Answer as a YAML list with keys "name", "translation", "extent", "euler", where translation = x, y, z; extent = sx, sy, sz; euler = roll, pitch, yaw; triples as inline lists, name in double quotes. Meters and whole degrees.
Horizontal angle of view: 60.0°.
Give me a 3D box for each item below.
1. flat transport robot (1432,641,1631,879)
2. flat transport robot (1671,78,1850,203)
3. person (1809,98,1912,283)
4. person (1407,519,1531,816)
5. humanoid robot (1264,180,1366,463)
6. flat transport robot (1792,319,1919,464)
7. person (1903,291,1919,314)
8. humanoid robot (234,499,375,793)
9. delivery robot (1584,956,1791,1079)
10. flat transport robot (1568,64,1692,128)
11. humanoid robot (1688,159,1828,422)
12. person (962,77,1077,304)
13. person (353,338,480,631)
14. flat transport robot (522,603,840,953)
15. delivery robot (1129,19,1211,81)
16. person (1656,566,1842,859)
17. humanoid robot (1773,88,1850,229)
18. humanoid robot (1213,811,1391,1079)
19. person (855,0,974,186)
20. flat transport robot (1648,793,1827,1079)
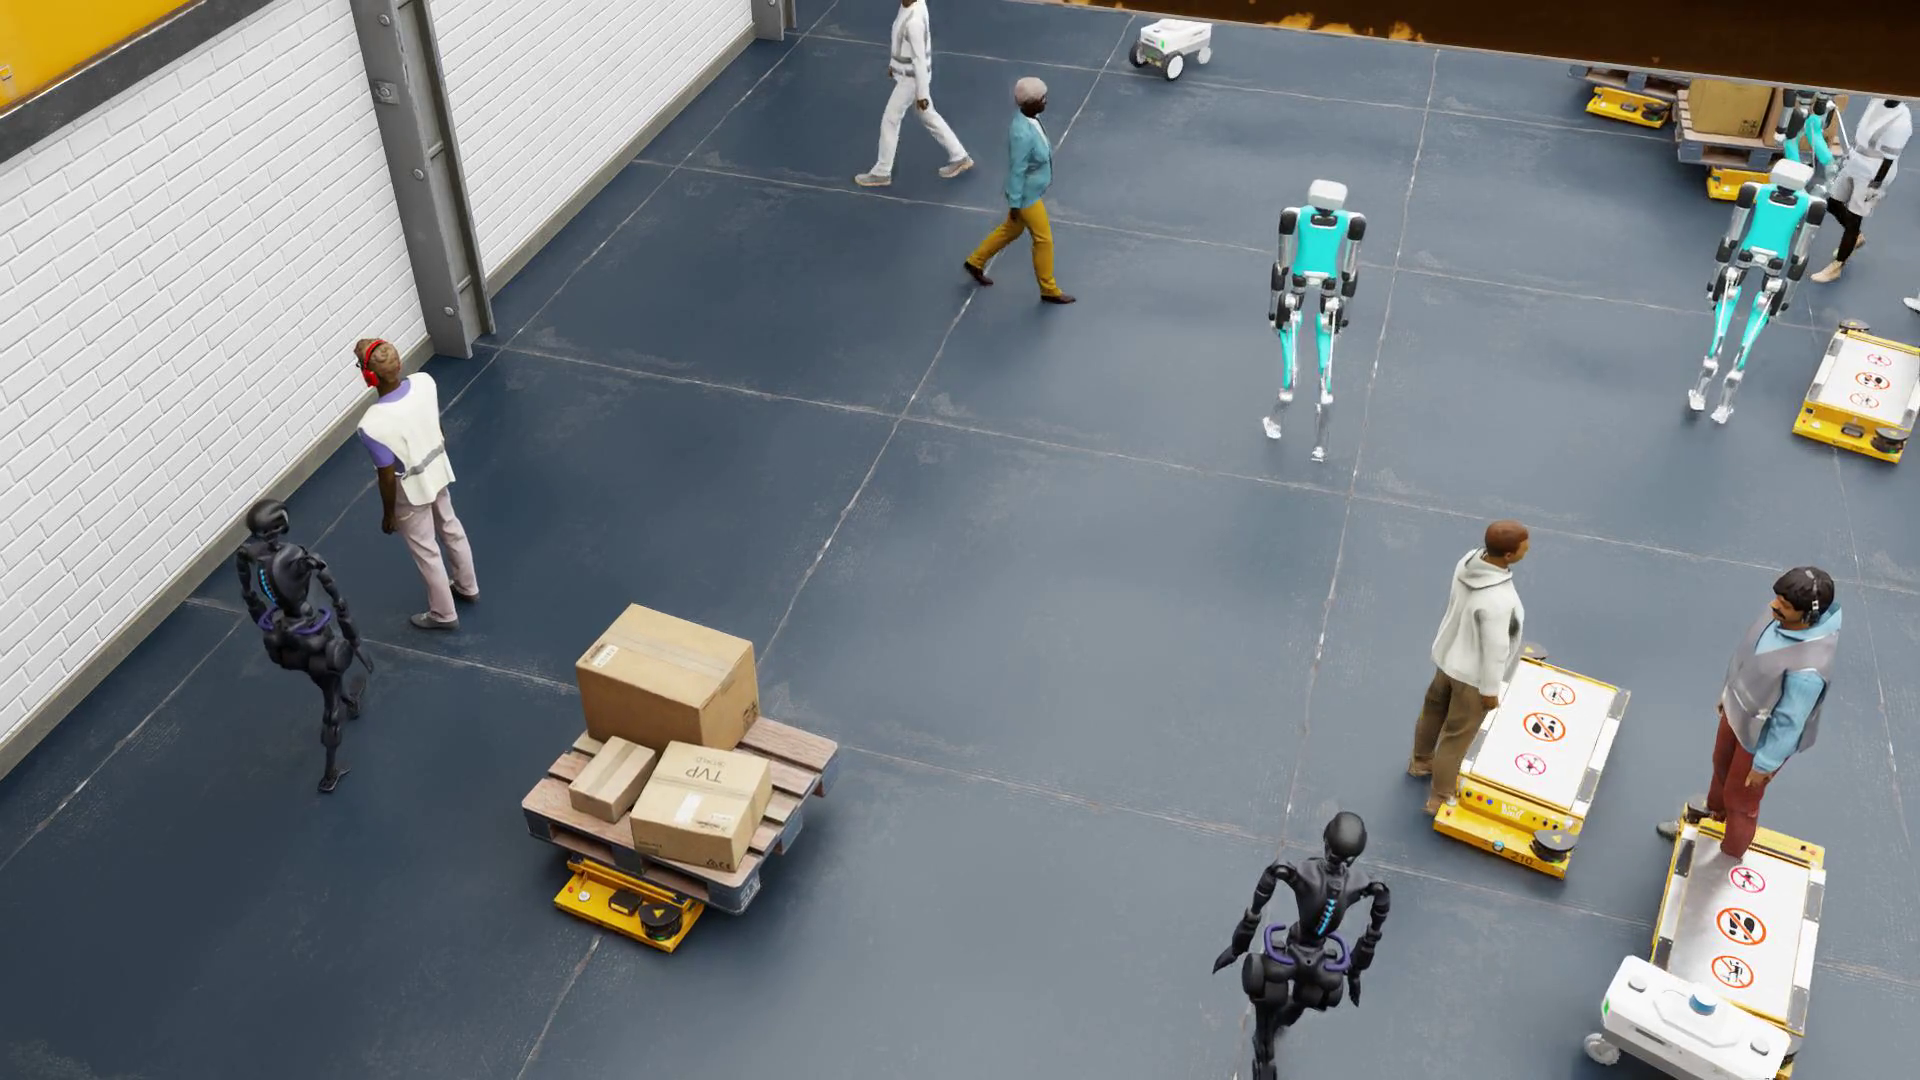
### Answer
- name: "flat transport robot"
  translation: [2.998, 1.102, 8.634]
  extent: [0.659, 0.231, 1.431]
  euler: [20, 43, 23]
- name: "flat transport robot"
  translation: [6.627, -3.230, 14.022]
  extent: [0.659, 0.231, 1.431]
  euler: [9, 40, 12]
- name: "person"
  translation: [6.700, -2.703, 12.239]
  extent: [0.455, 1.686, 0.541]
  euler: [-3, 39, -4]
- name: "person"
  translation: [2.447, 0.613, 8.045]
  extent: [0.364, 1.766, 0.531]
  euler: [-4, 39, -5]
- name: "humanoid robot"
  translation: [2.191, -1.291, 10.461]
  extent: [0.534, 1.795, 0.818]
  euler: [6, 39, 8]
- name: "flat transport robot"
  translation: [6.162, -1.029, 11.284]
  extent: [0.659, 0.231, 1.431]
  euler: [22, 44, 25]
- name: "person"
  translation: [7.298, -2.380, 11.893]
  extent: [0.381, 1.606, 0.606]
  euler: [28, 47, 30]
- name: "humanoid robot"
  translation: [-3.241, 0.446, 8.350]
  extent: [0.613, 1.625, 0.750]
  euler: [8, 40, 10]
- name: "delivery robot"
  translation: [3.139, 2.149, 7.119]
  extent: [0.804, 0.614, 0.499]
  euler: [25, 45, 28]
- name: "flat transport robot"
  translation: [6.267, -4.153, 15.170]
  extent: [0.659, 0.231, 1.431]
  euler: [23, 44, 26]
- name: "humanoid robot"
  translation: [5.043, -1.505, 10.685]
  extent: [0.540, 1.768, 0.760]
  euler: [19, 43, 22]
- name: "person"
  translation: [0.422, -2.522, 11.982]
  extent: [0.850, 1.723, 0.537]
  euler: [6, 39, 7]
- name: "person"
  translation: [-2.963, -0.283, 9.097]
  extent: [0.387, 1.844, 0.563]
  euler: [14, 41, 16]
- name: "flat transport robot"
  translation: [-1.339, 1.377, 8.291]
  extent: [0.659, 0.231, 1.431]
  euler: [16, 42, 19]
- name: "delivery robot"
  translation: [2.014, -4.690, 15.604]
  extent: [0.788, 0.587, 0.499]
  euler: [-28, 47, -30]
- name: "person"
  translation: [3.684, 0.864, 7.653]
  extent: [0.413, 1.872, 0.538]
  euler: [4, 39, 4]
- name: "humanoid robot"
  translation: [6.582, -3.090, 12.736]
  extent: [0.537, 1.876, 0.695]
  euler: [-17, 42, -20]
- name: "humanoid robot"
  translation: [1.366, 1.713, 6.784]
  extent: [0.640, 1.621, 0.710]
  euler: [4, 39, 4]
- name: "person"
  translation: [-0.356, -3.736, 13.402]
  extent: [0.965, 1.839, 0.575]
  euler: [1, 39, 1]
- name: "flat transport robot"
  translation: [3.615, 1.809, 7.755]
  extent: [0.659, 0.231, 1.431]
  euler: [18, 42, 21]
